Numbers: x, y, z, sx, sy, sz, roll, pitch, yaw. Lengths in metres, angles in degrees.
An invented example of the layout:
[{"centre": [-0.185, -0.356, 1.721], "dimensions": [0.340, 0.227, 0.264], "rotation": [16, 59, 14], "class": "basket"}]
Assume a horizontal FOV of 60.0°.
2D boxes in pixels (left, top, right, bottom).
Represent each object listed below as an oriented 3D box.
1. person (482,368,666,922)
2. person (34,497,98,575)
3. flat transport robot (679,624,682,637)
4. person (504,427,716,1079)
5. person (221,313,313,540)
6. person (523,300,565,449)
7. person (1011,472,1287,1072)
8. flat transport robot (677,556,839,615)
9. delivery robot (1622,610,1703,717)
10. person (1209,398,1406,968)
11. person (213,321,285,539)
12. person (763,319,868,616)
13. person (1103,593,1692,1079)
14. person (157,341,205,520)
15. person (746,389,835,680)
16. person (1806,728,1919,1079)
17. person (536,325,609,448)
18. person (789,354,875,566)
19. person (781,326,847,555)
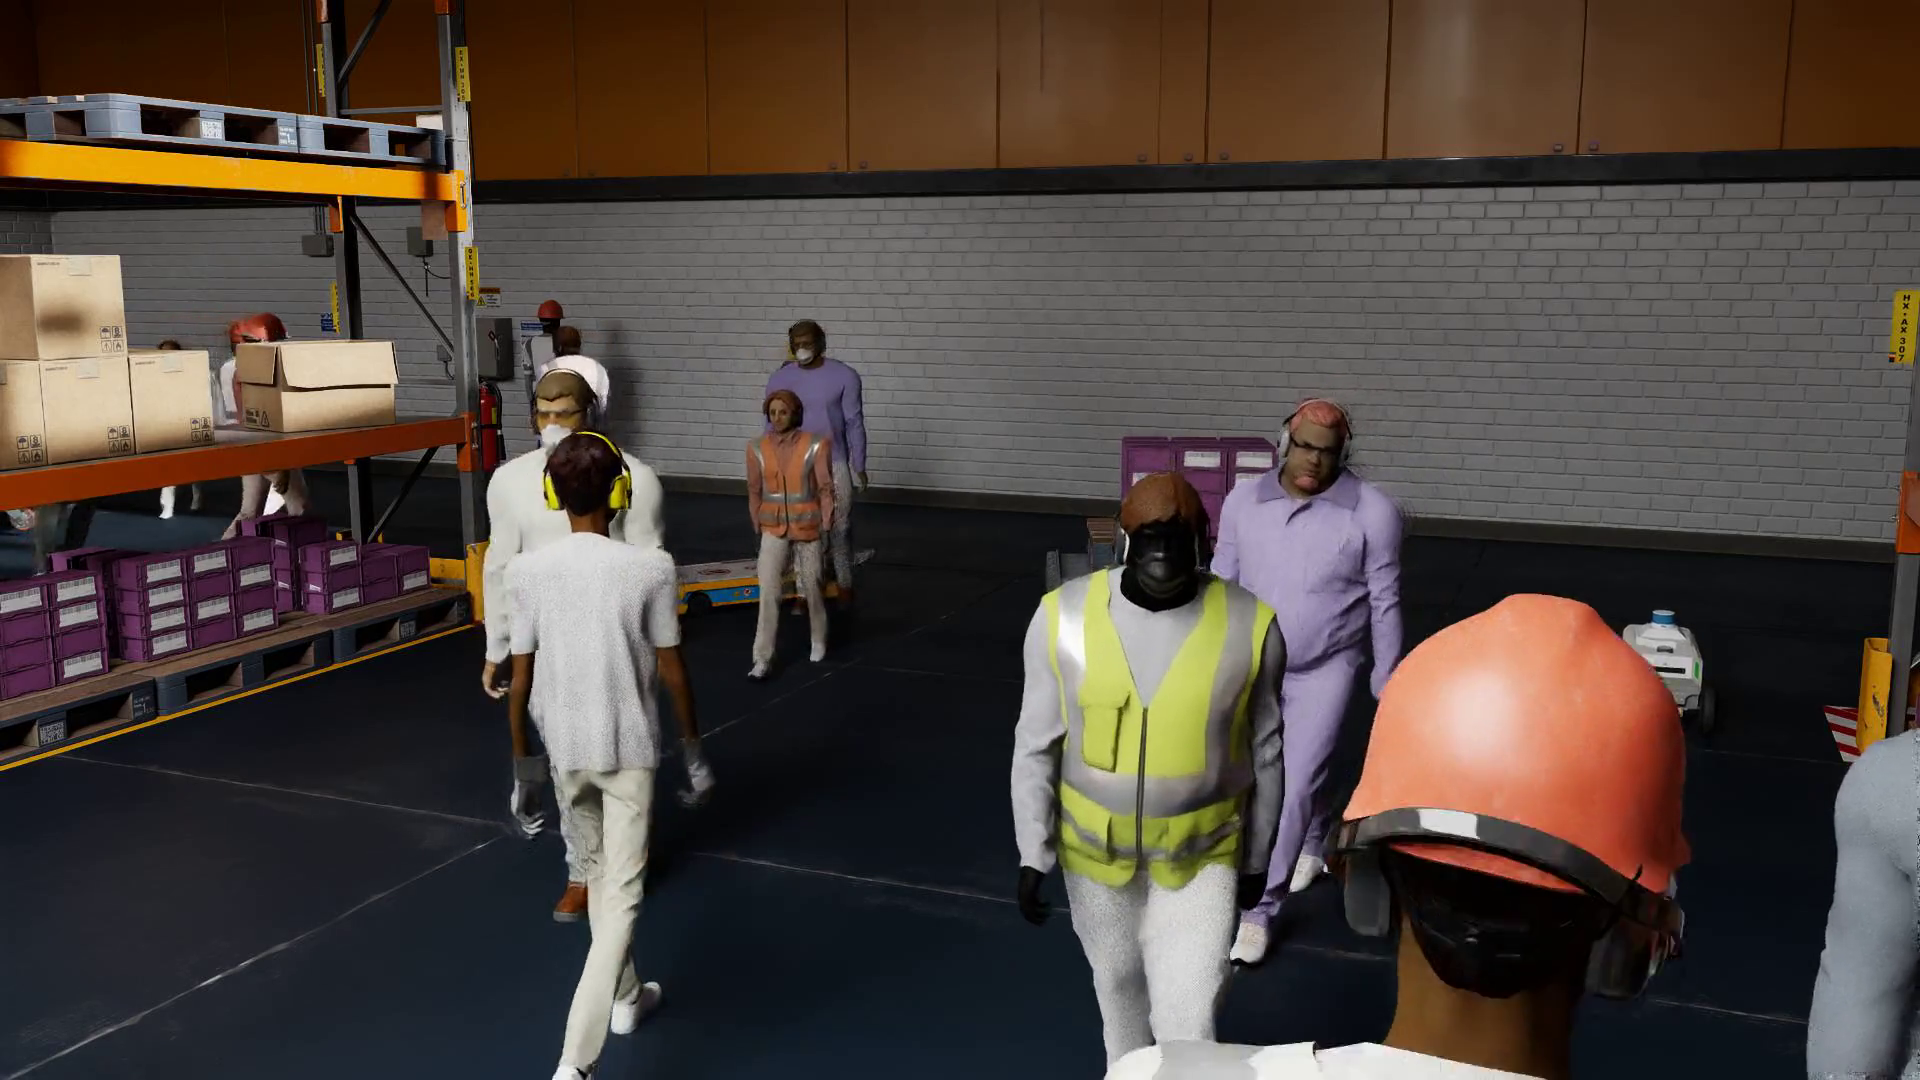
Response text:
[{"centre": [-1.336, 0.372, 5.741], "dimensions": [0.641, 1.922, 0.438], "rotation": [2, 10, 12], "class": "person"}, {"centre": [-6.399, -0.619, 11.847], "dimensions": [0.560, 1.887, 0.594], "rotation": [-1, 9, -4], "class": "person"}, {"centre": [-2.320, 0.424, 10.423], "dimensions": [0.652, 0.197, 1.431], "rotation": [-6, 11, -31], "class": "flat transport robot"}, {"centre": [-0.995, 0.611, 4.570], "dimensions": [0.521, 1.836, 0.930], "rotation": [2, 10, 14], "class": "person"}, {"centre": [-4.718, -0.547, 11.224], "dimensions": [0.620, 1.959, 0.982], "rotation": [6, 11, 34], "class": "person"}, {"centre": [-3.928, -1.340, 16.076], "dimensions": [0.543, 1.938, 0.356], "rotation": [3, 10, 15], "class": "person"}, {"centre": [0.436, 0.738, 3.905], "dimensions": [0.622, 1.794, 0.964], "rotation": [2, 10, 13], "class": "person"}, {"centre": [-1.575, 0.299, 11.179], "dimensions": [1.431, 0.197, 0.652], "rotation": [-6, 11, -31], "class": "flat transport robot"}, {"centre": [3.478, 0.591, 8.255], "dimensions": [0.477, 0.478, 0.707], "rotation": [3, 10, 19], "class": "delivery robot"}, {"centre": [1.151, 0.429, 5.668], "dimensions": [0.656, 1.841, 1.033], "rotation": [8, 12, 39], "class": "person"}, {"centre": [-5.299, -0.691, 12.354], "dimensions": [0.606, 1.867, 0.542], "rotation": [5, 11, 28], "class": "person"}, {"centre": [-0.946, -0.472, 10.830], "dimensions": [0.683, 1.927, 0.428], "rotation": [1, 9, 6], "class": "person"}, {"centre": [0.368, 1.049, 1.332], "dimensions": [0.637, 2.026, 0.610], "rotation": [3, 10, 18], "class": "person"}, {"centre": [-7.133, -1.019, 15.182], "dimensions": [0.533, 1.598, 0.850], "rotation": [-1, 9, -8], "class": "person"}, {"centre": [-0.934, -0.044, 9.270], "dimensions": [0.527, 1.591, 0.878], "rotation": [1, 9, 9], "class": "person"}, {"centre": [1.595, 0.935, 2.452], "dimensions": [0.656, 1.900, 0.755], "rotation": [5, 10, 26], "class": "person"}, {"centre": [-3.093, -0.775, 13.062], "dimensions": [0.661, 1.794, 0.941], "rotation": [-8, 12, -40], "class": "person"}, {"centre": [-1.079, -0.614, 12.365], "dimensions": [0.873, 1.693, 0.508], "rotation": [0, 9, 1], "class": "person"}, {"centre": [-1.114, -0.775, 12.975], "dimensions": [0.679, 1.825, 0.426], "rotation": [-6, 11, -34], "class": "person"}]
